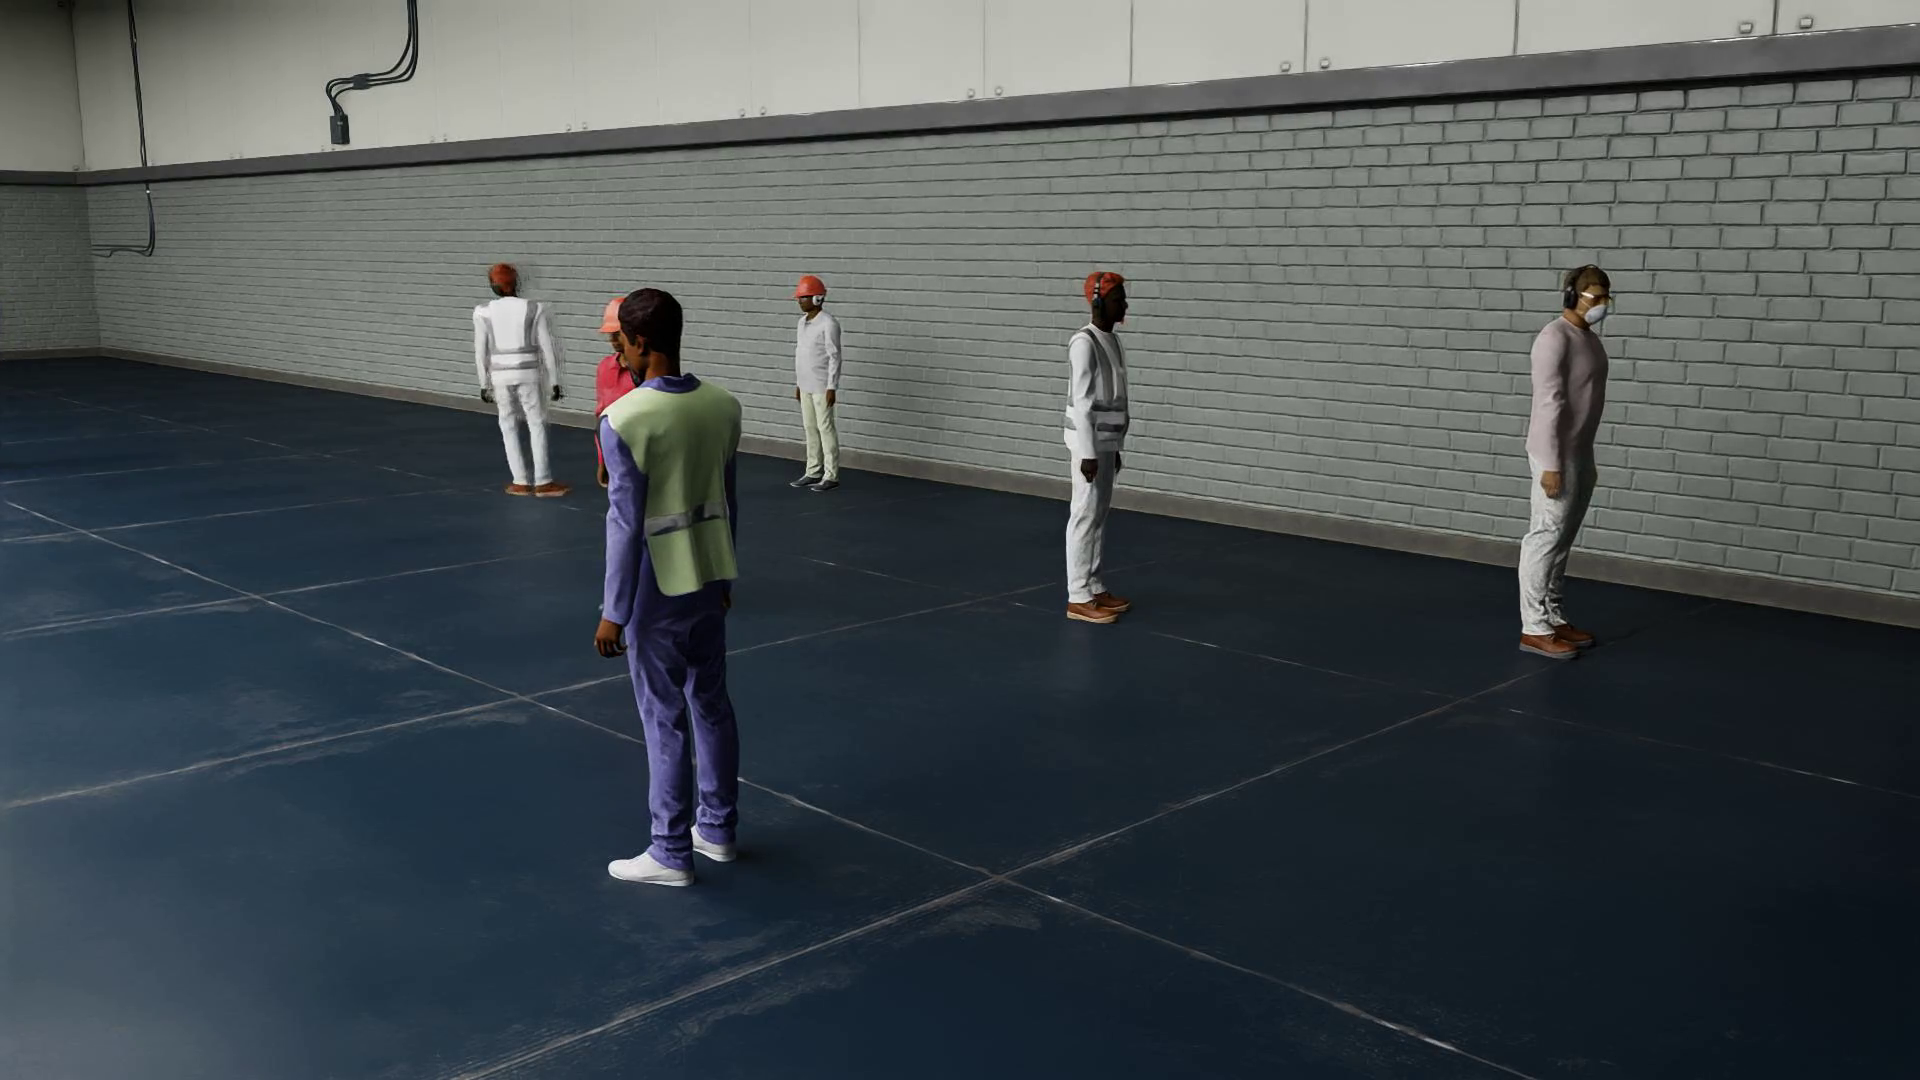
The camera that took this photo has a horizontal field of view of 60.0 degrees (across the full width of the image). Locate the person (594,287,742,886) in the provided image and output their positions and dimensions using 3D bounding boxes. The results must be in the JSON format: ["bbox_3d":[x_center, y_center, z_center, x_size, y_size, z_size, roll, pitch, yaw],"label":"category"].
[{"bbox_3d":[-0.919,0.158,5.330,0.392,1.914,0.588,6,12,30],"label":"person"}]

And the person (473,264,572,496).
[{"bbox_3d":[-3.487,-1.261,13.263,0.718,1.857,0.341,-1,10,-7],"label":"person"}]

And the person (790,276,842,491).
[{"bbox_3d":[-1.195,-1.277,13.589,0.342,1.749,0.573,-8,13,-36],"label":"person"}]

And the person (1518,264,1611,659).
[{"bbox_3d":[3.019,-0.393,8.282,0.371,1.935,0.627,8,13,37],"label":"person"}]

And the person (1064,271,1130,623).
[{"bbox_3d":[0.755,-0.506,9.035,0.361,1.883,0.574,4,11,21],"label":"person"}]
